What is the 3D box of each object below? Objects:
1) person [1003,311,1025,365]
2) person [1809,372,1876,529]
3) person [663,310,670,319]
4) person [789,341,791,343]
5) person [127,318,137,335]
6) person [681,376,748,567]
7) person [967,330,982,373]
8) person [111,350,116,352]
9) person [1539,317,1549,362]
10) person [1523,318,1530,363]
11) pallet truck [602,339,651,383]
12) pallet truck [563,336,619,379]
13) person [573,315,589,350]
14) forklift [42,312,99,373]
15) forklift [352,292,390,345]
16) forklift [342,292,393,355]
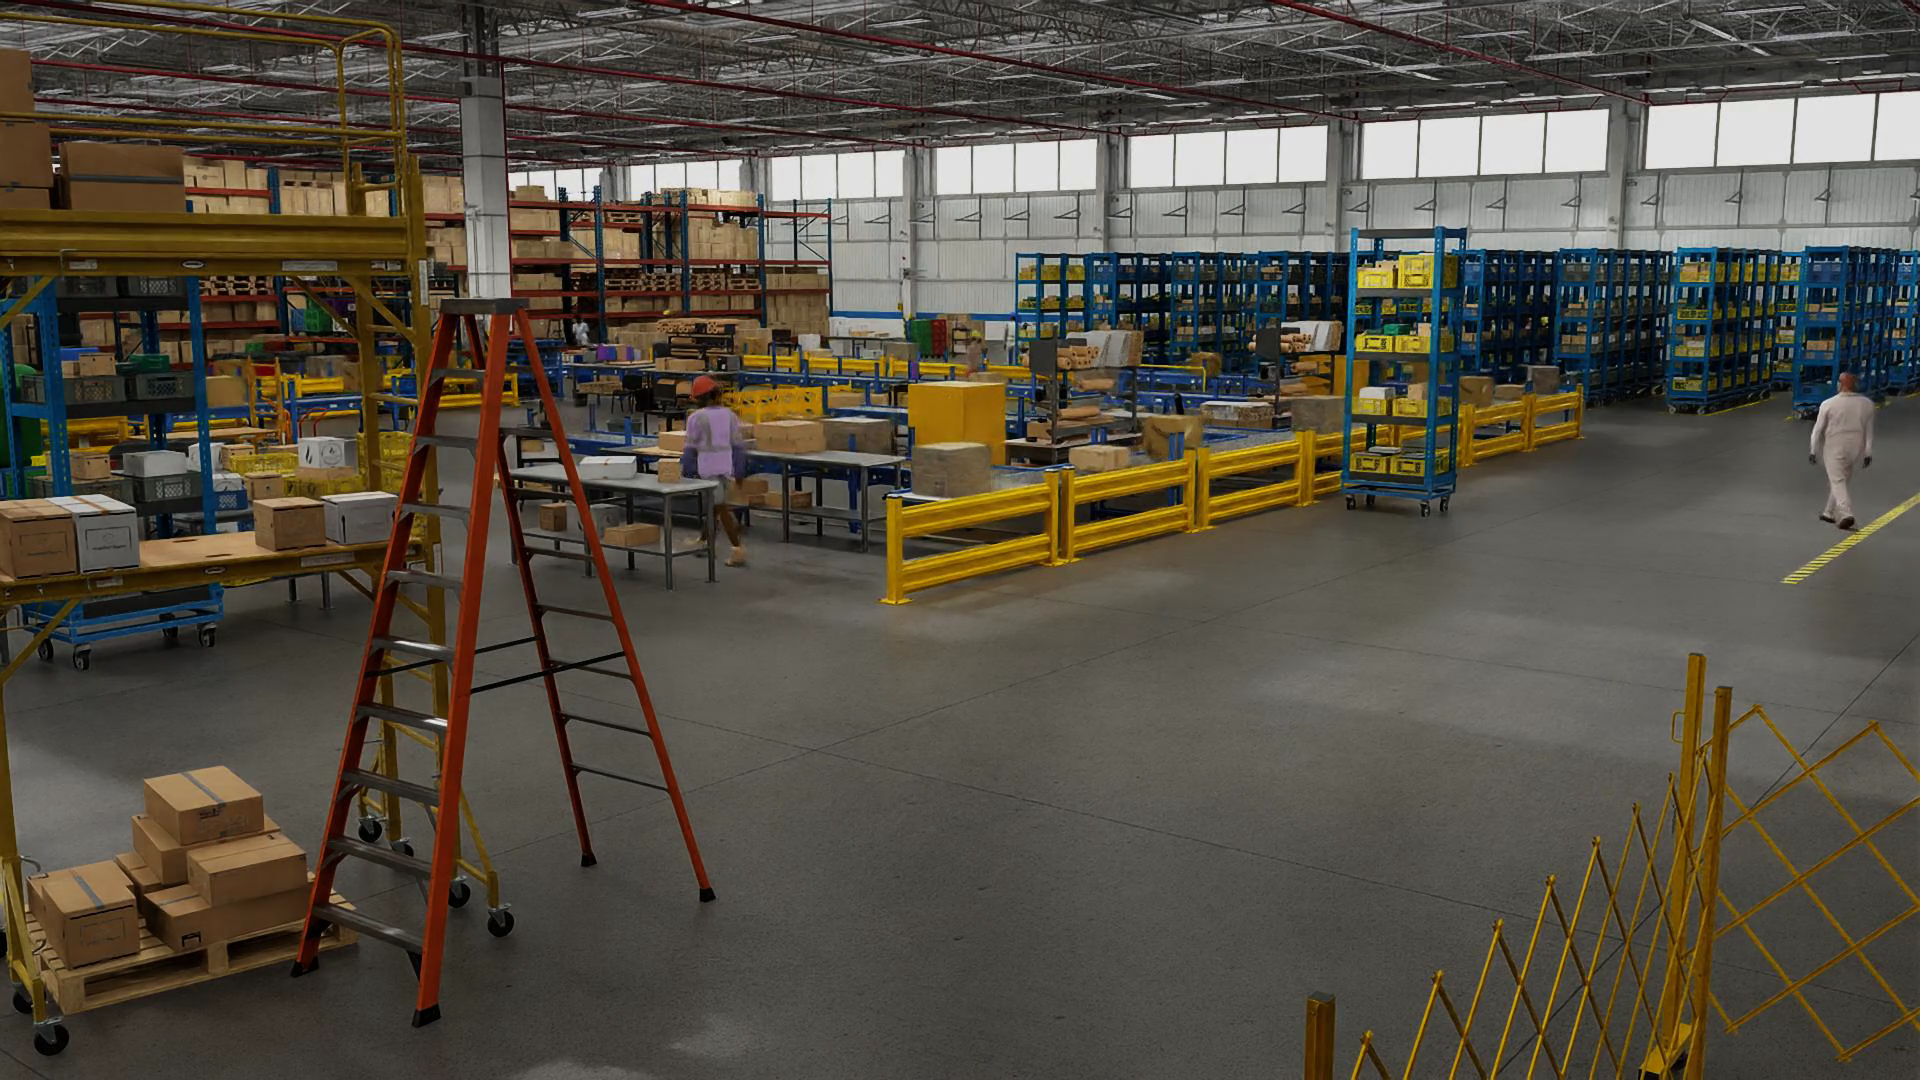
[{"bbox_3d":[1.615,-5.833,49.383,0.624,1.930,0.439,2,9,14],"label":"person"},{"bbox_3d":[10.577,-1.079,19.938,0.658,1.862,0.985,0,9,1],"label":"person"},{"bbox_3d":[-10.488,-7.420,59.856,0.538,1.746,0.576,7,11,36],"label":"person"},{"bbox_3d":[-7.054,-9.312,71.033,0.883,1.954,0.612,7,11,37],"label":"person"},{"bbox_3d":[-25.367,-5.950,50.867,0.550,1.668,0.720,8,12,42],"label":"person"},{"bbox_3d":[-2.589,-0.717,17.371,1.126,1.971,0.608,8,12,41],"label":"person"},{"bbox_3d":[0.265,-3.871,37.699,0.557,1.757,0.530,4,10,25],"label":"person"},{"bbox_3d":[-31.482,-7.898,62.431,0.649,1.886,1.015,6,11,35],"label":"person"},{"bbox_3d":[16.435,-5.373,46.827,0.404,1.830,0.601,6,11,33],"label":"person"},{"bbox_3d":[15.839,-5.342,46.588,0.388,1.847,0.563,-1,9,-7],"label":"person"},{"bbox_3d":[-8.991,-4.871,45.351,0.653,1.274,1.630,7,11,37],"label":"pallet truck"},{"bbox_3d":[-10.690,-5.294,48.215,1.601,1.201,0.680,-5,10,-26],"label":"pallet truck"},{"bbox_3d":[-12.909,-6.875,56.767,0.546,1.656,0.812,1,9,9],"label":"person"},{"bbox_3d":[-23.779,-5.451,44.052,1.873,2.768,1.129,7,11,36],"label":"forklift"},{"bbox_3d":[-17.369,-5.999,47.473,1.129,2.768,1.873,7,11,37],"label":"forklift"},{"bbox_3d":[-16.485,-5.622,45.120,1.129,2.768,1.873,7,11,37],"label":"forklift"}]
